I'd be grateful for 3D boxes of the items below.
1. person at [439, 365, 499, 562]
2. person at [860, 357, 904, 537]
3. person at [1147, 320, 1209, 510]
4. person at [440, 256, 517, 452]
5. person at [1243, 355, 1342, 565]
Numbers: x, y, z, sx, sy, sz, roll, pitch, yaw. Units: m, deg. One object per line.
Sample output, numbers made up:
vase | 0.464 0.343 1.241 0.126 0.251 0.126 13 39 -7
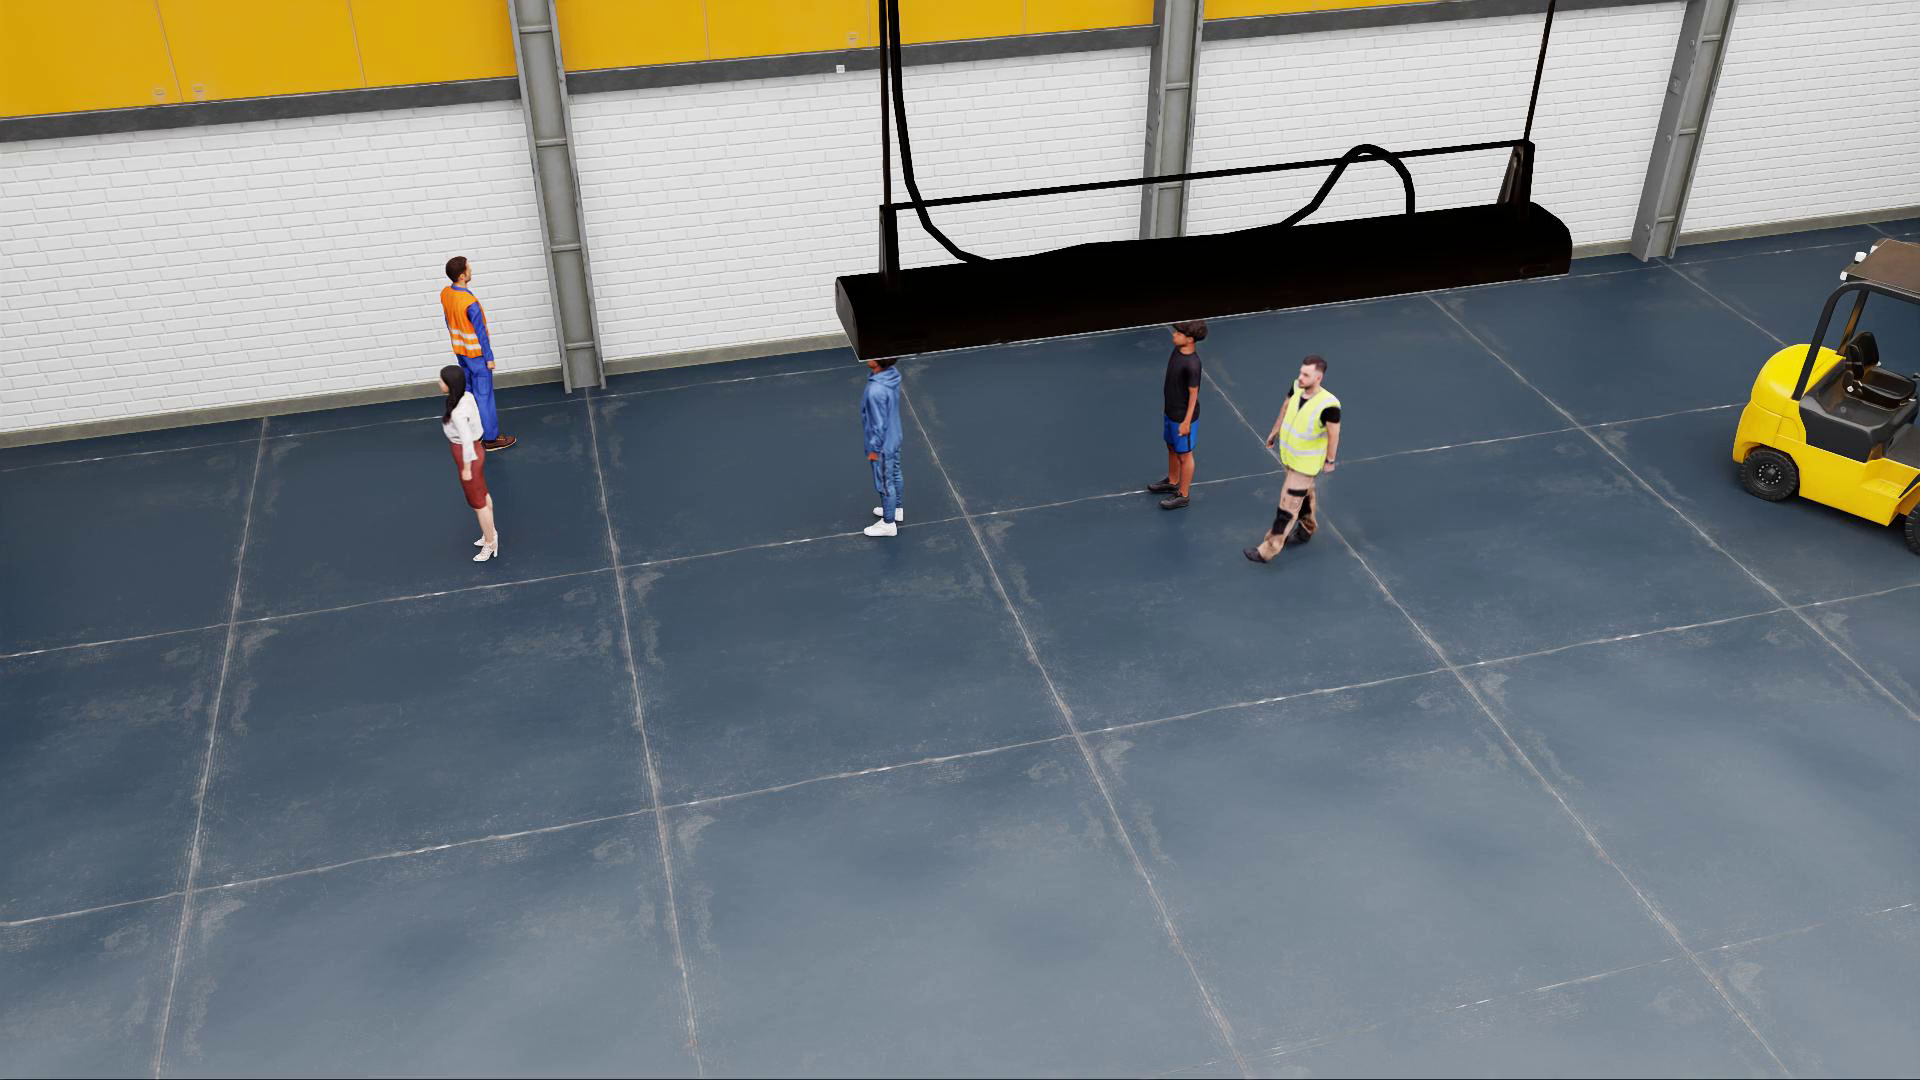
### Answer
person | -3.956 -0.625 13.441 0.543 1.750 0.616 -5 34 -7
person | -0.634 -0.870 13.757 0.741 1.809 0.758 8 34 12
person | 1.886 -1.111 14.129 0.554 1.799 0.596 -8 35 -12
person | -4.377 -1.680 14.927 0.792 1.864 0.812 25 41 32
person | 2.828 -0.692 13.487 1.102 1.811 0.795 -14 36 -20
